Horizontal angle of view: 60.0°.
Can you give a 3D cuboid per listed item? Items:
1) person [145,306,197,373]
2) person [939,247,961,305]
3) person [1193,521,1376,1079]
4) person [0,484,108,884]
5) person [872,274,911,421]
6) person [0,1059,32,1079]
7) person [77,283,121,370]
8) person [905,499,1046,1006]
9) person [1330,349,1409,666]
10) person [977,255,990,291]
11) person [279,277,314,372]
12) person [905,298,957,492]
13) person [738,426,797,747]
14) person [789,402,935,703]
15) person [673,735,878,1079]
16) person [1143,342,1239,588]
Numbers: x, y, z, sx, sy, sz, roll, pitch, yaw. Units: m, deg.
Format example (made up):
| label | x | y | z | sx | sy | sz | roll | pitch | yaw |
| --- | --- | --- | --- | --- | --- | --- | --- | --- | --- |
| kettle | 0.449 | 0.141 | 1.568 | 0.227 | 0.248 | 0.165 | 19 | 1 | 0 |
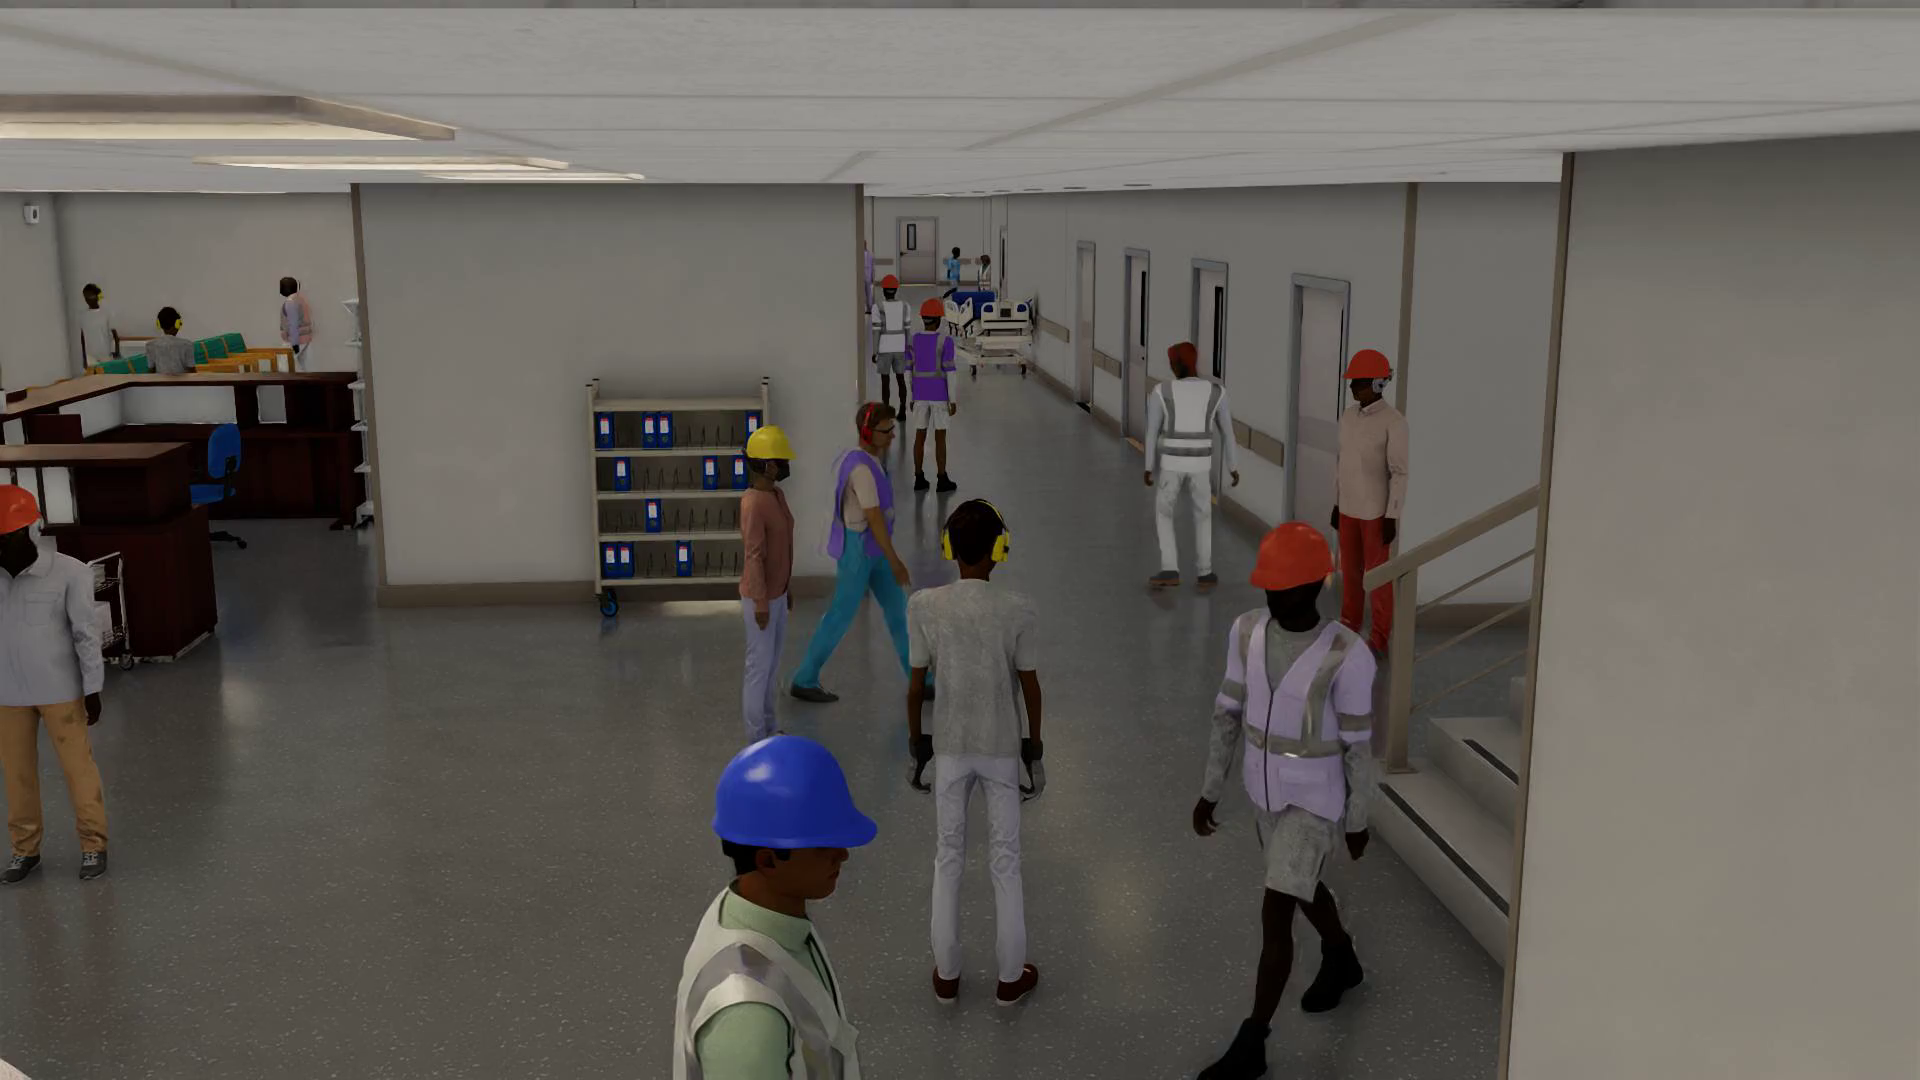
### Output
| label | x | y | z | sx | sy | sz | roll | pitch | yaw |
| --- | --- | --- | --- | --- | --- | --- | --- | --- | --- |
| person | -7.805 | -1.389 | 16.600 | 0.508 | 1.861 | 0.329 | 0 | 12 | -1 |
| person | -0.251 | -7.053 | 44.743 | 0.739 | 1.664 | 0.552 | 6 | 13 | 28 |
| person | 1.163 | 0.841 | 5.679 | 1.010 | 1.890 | 0.548 | -9 | 15 | -39 |
| person | -3.941 | 0.619 | 7.072 | 0.563 | 1.742 | 0.361 | -1 | 12 | -6 |
| person | -0.918 | -2.527 | 21.965 | 0.542 | 1.938 | 0.357 | -5 | 13 | -23 |
| person | -1.687 | 1.450 | 2.595 | 0.643 | 1.913 | 0.411 | 0 | 12 | 2 |
| person | -11.266 | -2.448 | 21.844 | 0.528 | 1.834 | 0.859 | -1 | 12 | -3 |
| person | 0.055 | 0.775 | 6.021 | 0.519 | 1.861 | 0.328 | 2 | 12 | 9 |
| person | 2.541 | -0.201 | 10.455 | 0.381 | 1.994 | 0.621 | -5 | 13 | -25 |
| person | 0.622 | -5.917 | 39.289 | 0.508 | 1.629 | 0.318 | 10 | 15 | 41 |
| person | -9.568 | -2.847 | 23.826 | 0.639 | 1.824 | 0.633 | 0 | 12 | -1 |
| person | -0.280 | -1.448 | 16.688 | 0.545 | 1.938 | 0.356 | 5 | 13 | 23 |
| person | -0.985 | 0.283 | 8.656 | 0.308 | 1.769 | 0.524 | 2 | 12 | 8 |
| person | -0.538 | 0.093 | 9.566 | 0.996 | 1.786 | 0.553 | 2 | 12 | 8 |
| person | -0.347 | 1.308 | 3.196 | 0.394 | 1.945 | 0.618 | -1 | 12 | -5 |
| person | 1.746 | -0.542 | 12.446 | 0.745 | 1.872 | 0.421 | 0 | 12 | 1 |
